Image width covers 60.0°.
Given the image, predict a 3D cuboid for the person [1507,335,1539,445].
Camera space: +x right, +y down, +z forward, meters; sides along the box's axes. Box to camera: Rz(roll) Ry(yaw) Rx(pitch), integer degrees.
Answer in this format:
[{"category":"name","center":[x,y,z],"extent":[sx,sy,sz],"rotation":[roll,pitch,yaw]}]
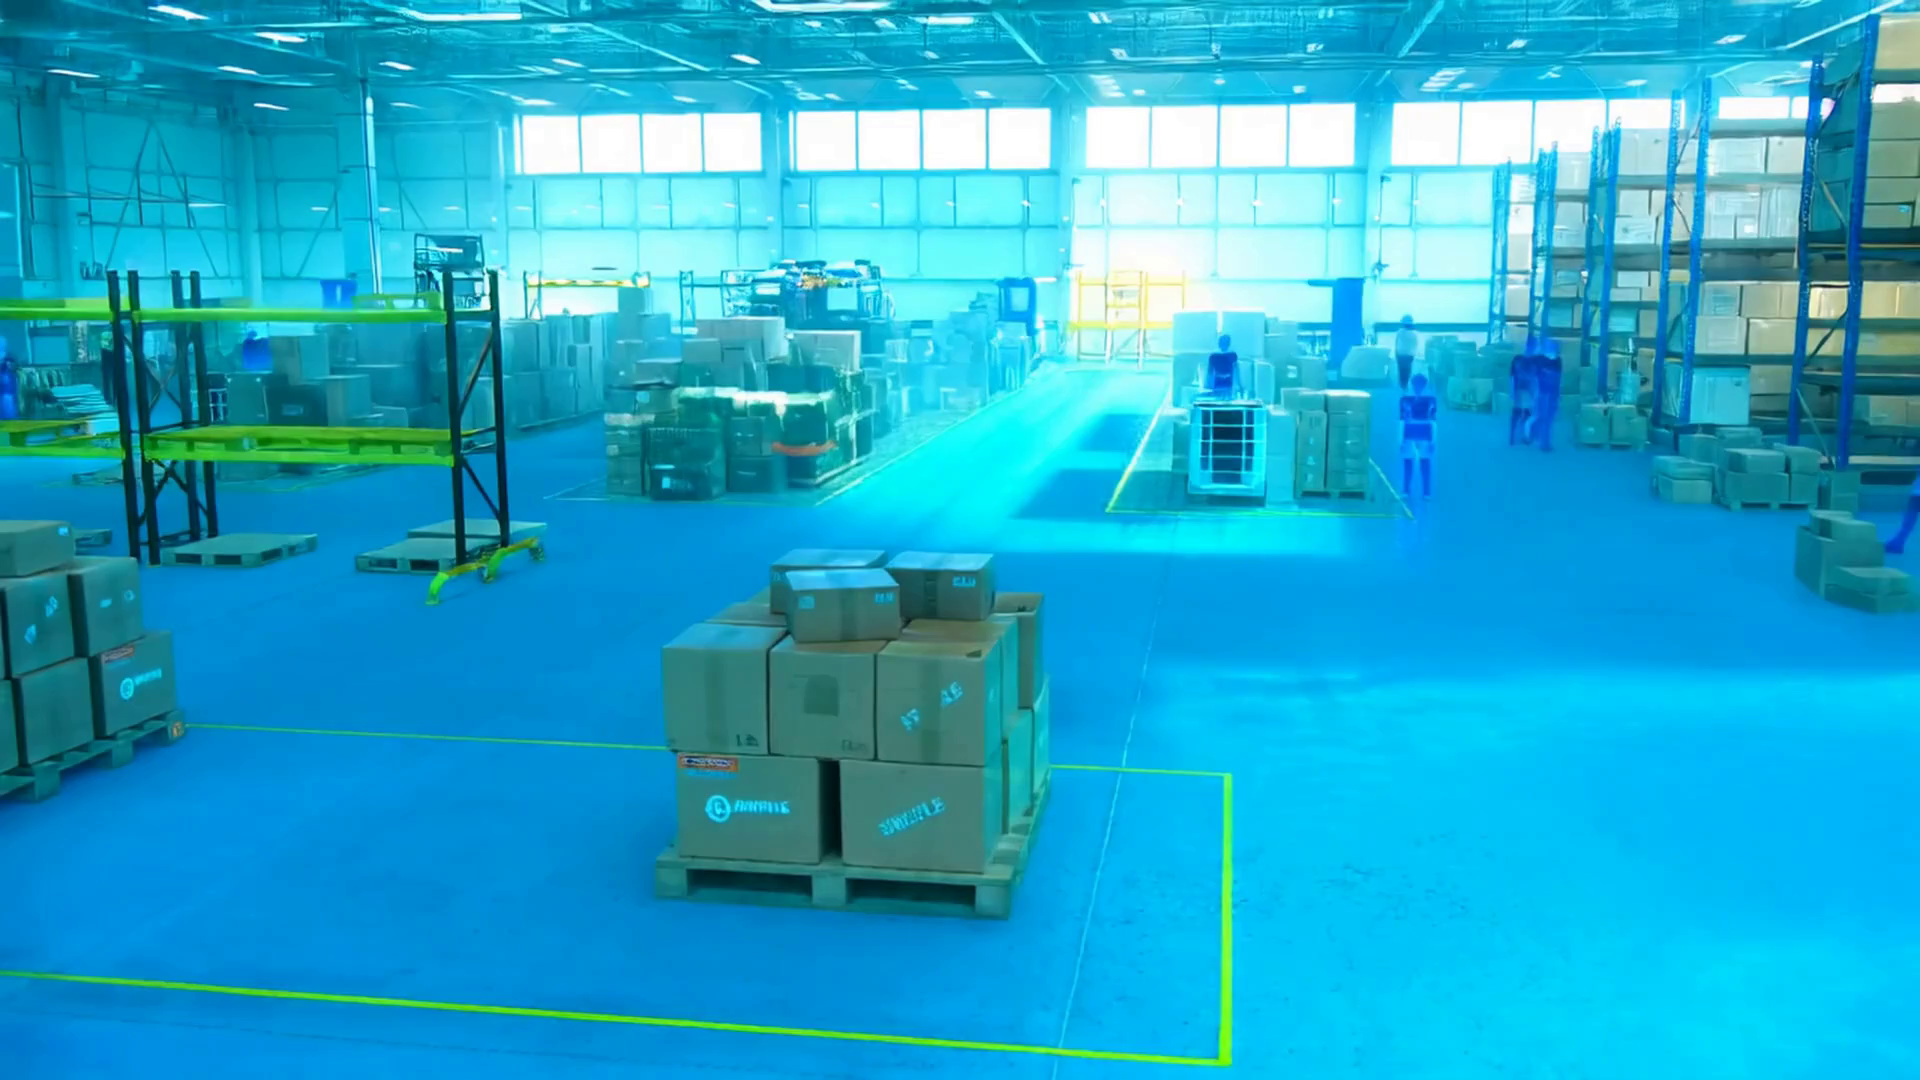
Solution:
[{"category":"person","center":[9.924,-2.626,29.062],"extent":[0.603,1.926,0.795],"rotation":[6,11,31]}]

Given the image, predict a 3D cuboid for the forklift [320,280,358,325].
[{"category":"forklift","center":[-13.331,-4.204,35.844],"extent":[1.873,2.768,1.129],"rotation":[1,9,9]}]

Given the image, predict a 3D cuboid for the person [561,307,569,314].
[{"category":"person","center":[-11.747,-5.956,49.544],"extent":[0.551,1.936,0.357],"rotation":[-7,12,-39]}]

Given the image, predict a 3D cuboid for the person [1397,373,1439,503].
[{"category":"person","center":[5.967,-1.323,21.715],"extent":[0.535,1.697,0.318],"rotation":[0,9,-2]}]

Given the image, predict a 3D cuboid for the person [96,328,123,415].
[{"category":"person","center":[-17.823,-3.538,34.958],"extent":[0.529,1.828,0.498],"rotation":[-5,11,-30]}]

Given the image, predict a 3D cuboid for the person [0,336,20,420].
[{"category":"person","center":[-15.922,-2.421,27.744],"extent":[0.630,1.940,0.372],"rotation":[5,10,27]}]

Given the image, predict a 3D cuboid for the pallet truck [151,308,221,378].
[{"category":"pallet truck","center":[-21.869,-5.598,47.154],"extent":[0.823,1.965,1.885],"rotation":[4,10,26]}]

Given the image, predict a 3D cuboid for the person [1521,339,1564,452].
[{"category":"person","center":[9.826,-2.445,28.019],"extent":[0.654,1.904,0.696],"rotation":[-3,10,-16]}]

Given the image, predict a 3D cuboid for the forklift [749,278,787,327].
[{"category":"forklift","center":[-4.966,-5.394,43.181],"extent":[1.129,2.768,1.873],"rotation":[-3,10,-16]}]

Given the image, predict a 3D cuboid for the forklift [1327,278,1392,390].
[{"category":"forklift","center":[10.012,-5.280,42.480],"extent":[1.873,2.768,1.129],"rotation":[5,11,30]}]

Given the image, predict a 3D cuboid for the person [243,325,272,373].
[{"category":"person","center":[-14.801,-3.592,35.157],"extent":[0.647,1.895,1.042],"rotation":[0,9,-3]}]

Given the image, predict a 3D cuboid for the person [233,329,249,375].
[{"category":"person","center":[-15.690,-3.747,36.523],"extent":[0.487,1.744,0.296],"rotation":[-3,10,-16]}]

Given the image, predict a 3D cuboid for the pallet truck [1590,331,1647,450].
[{"category":"pallet truck","center":[11.253,-2.573,28.499],"extent":[0.823,1.965,1.885],"rotation":[5,10,27]}]

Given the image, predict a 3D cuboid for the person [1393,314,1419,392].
[{"category":"person","center":[11.176,-4.689,41.724],"extent":[0.610,1.950,1.003],"rotation":[1,9,4]}]

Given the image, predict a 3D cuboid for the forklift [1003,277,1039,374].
[{"category":"forklift","center":[1.733,-6.333,48.970],"extent":[1.129,2.768,1.873],"rotation":[1,9,9]}]

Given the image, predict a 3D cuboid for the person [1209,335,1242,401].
[{"category":"person","center":[4.684,-2.698,29.583],"extent":[0.598,1.901,0.778],"rotation":[7,12,38]}]

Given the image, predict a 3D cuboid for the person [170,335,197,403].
[{"category":"person","center":[-17.910,-3.969,38.394],"extent":[0.548,1.592,0.892],"rotation":[2,9,12]}]

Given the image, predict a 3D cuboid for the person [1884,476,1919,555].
[{"category":"person","center":[10.341,-0.749,17.596],"extent":[1.020,1.886,0.559],"rotation":[0,9,0]}]
